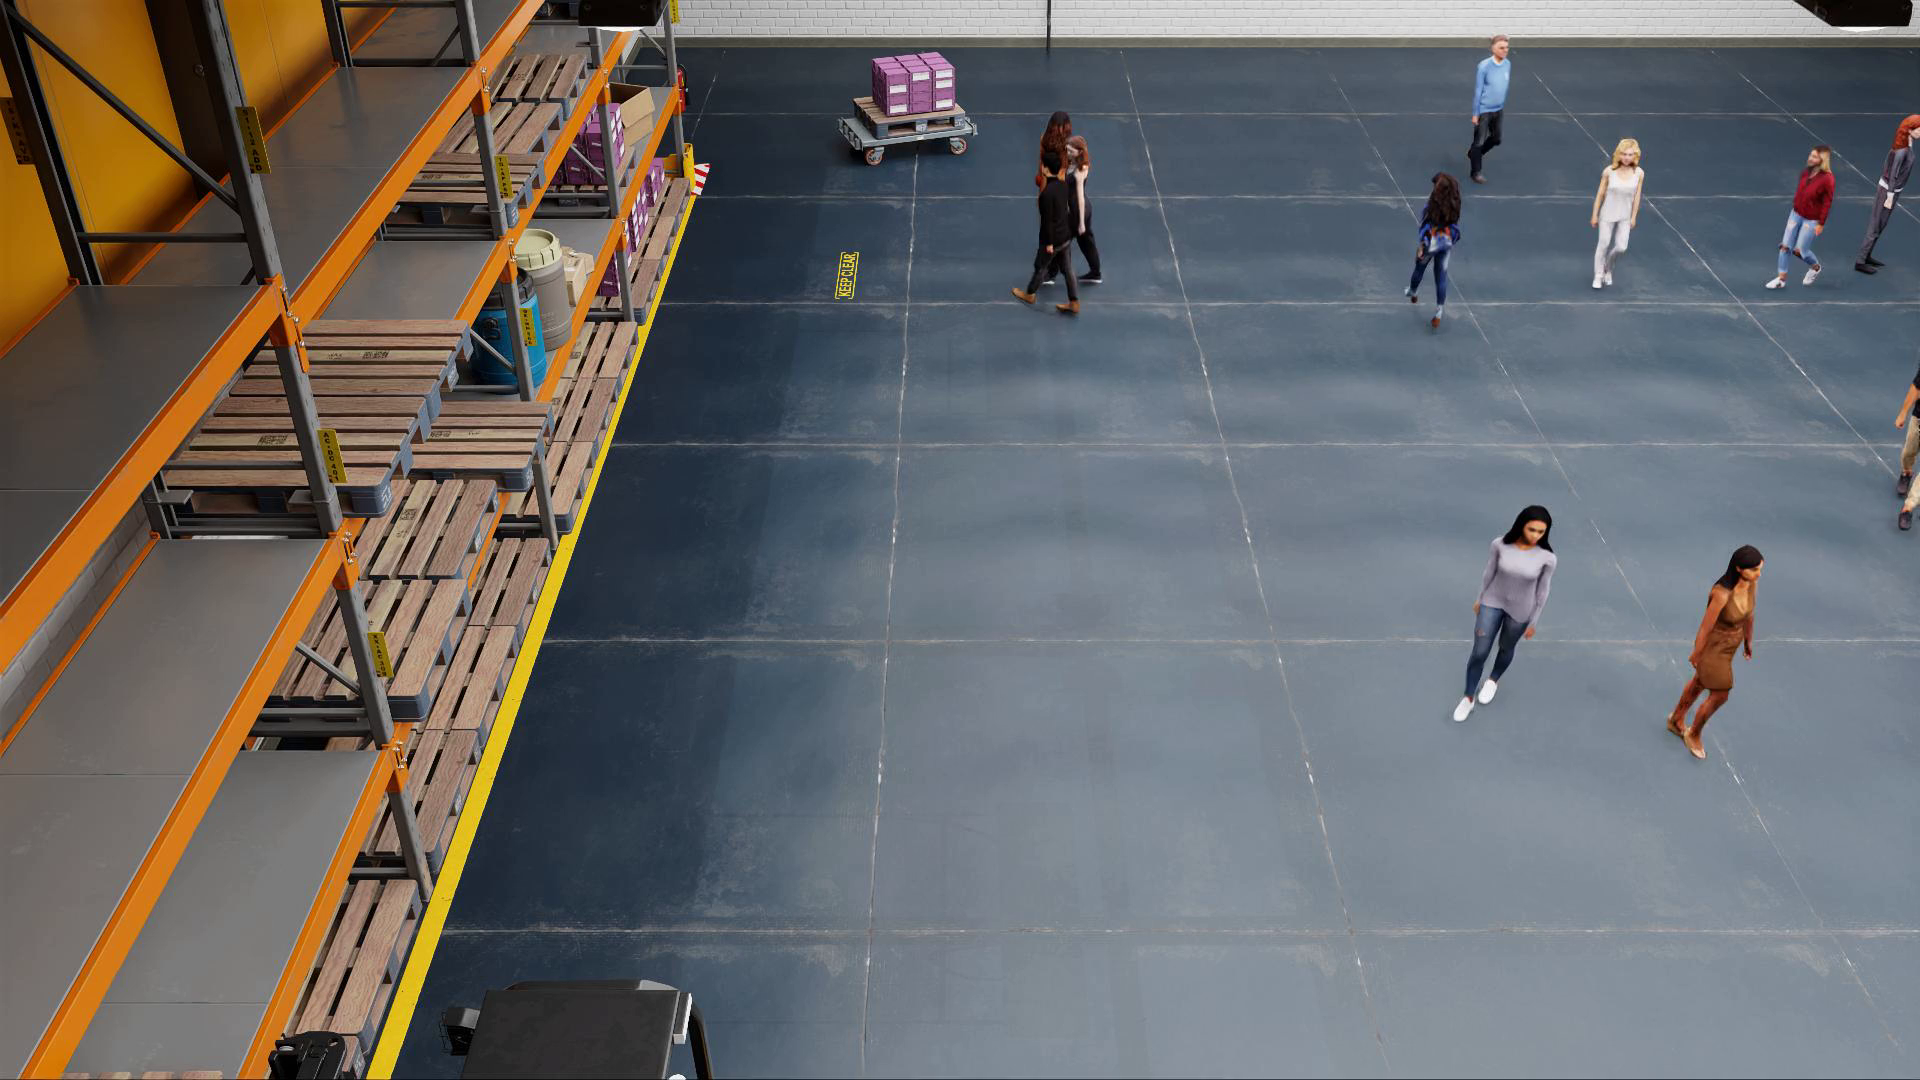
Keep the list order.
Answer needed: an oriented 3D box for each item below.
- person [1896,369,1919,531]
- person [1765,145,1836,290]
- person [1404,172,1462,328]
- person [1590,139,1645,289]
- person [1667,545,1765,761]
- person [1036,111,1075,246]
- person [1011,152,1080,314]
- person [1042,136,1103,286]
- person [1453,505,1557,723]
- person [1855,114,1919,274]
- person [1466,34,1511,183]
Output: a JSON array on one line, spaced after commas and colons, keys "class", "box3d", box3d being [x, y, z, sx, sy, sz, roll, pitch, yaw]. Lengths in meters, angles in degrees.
[{"class": "person", "box3d": [8.205, -1.061, 13.997, 1.071, 1.818, 1.267, 20, 38, 27]}, {"class": "person", "box3d": [9.075, -3.427, 17.735, 0.833, 1.620, 0.833, -11, 35, -16]}, {"class": "person", "box3d": [4.906, -2.953, 17.067, 0.754, 1.571, 1.106, -4, 34, -5]}, {"class": "person", "box3d": [7.033, -3.517, 17.834, 0.677, 1.660, 0.656, 9, 35, 13]}, {"class": "person", "box3d": [5.145, 0.708, 11.465, 0.710, 1.675, 0.770, -24, 41, -32]}, {"class": "person", "box3d": [1.069, -3.895, 18.346, 0.756, 1.724, 0.720, 11, 35, 16]}, {"class": "person", "box3d": [1.049, -3.128, 17.227, 1.076, 1.686, 1.084, 21, 39, 29]}, {"class": "person", "box3d": [1.349, -3.481, 17.746, 0.740, 1.700, 0.915, 1, 34, 1]}, {"class": "person", "box3d": [3.926, 0.450, 11.820, 0.863, 1.712, 0.978, 18, 37, 25]}, {"class": "person", "box3d": [10.119, -3.782, 18.126, 0.730, 1.779, 0.634, 19, 38, 27]}, {"class": "person", "box3d": [6.439, -5.324, 20.424, 0.790, 1.804, 0.860, -12, 35, -17]}]
